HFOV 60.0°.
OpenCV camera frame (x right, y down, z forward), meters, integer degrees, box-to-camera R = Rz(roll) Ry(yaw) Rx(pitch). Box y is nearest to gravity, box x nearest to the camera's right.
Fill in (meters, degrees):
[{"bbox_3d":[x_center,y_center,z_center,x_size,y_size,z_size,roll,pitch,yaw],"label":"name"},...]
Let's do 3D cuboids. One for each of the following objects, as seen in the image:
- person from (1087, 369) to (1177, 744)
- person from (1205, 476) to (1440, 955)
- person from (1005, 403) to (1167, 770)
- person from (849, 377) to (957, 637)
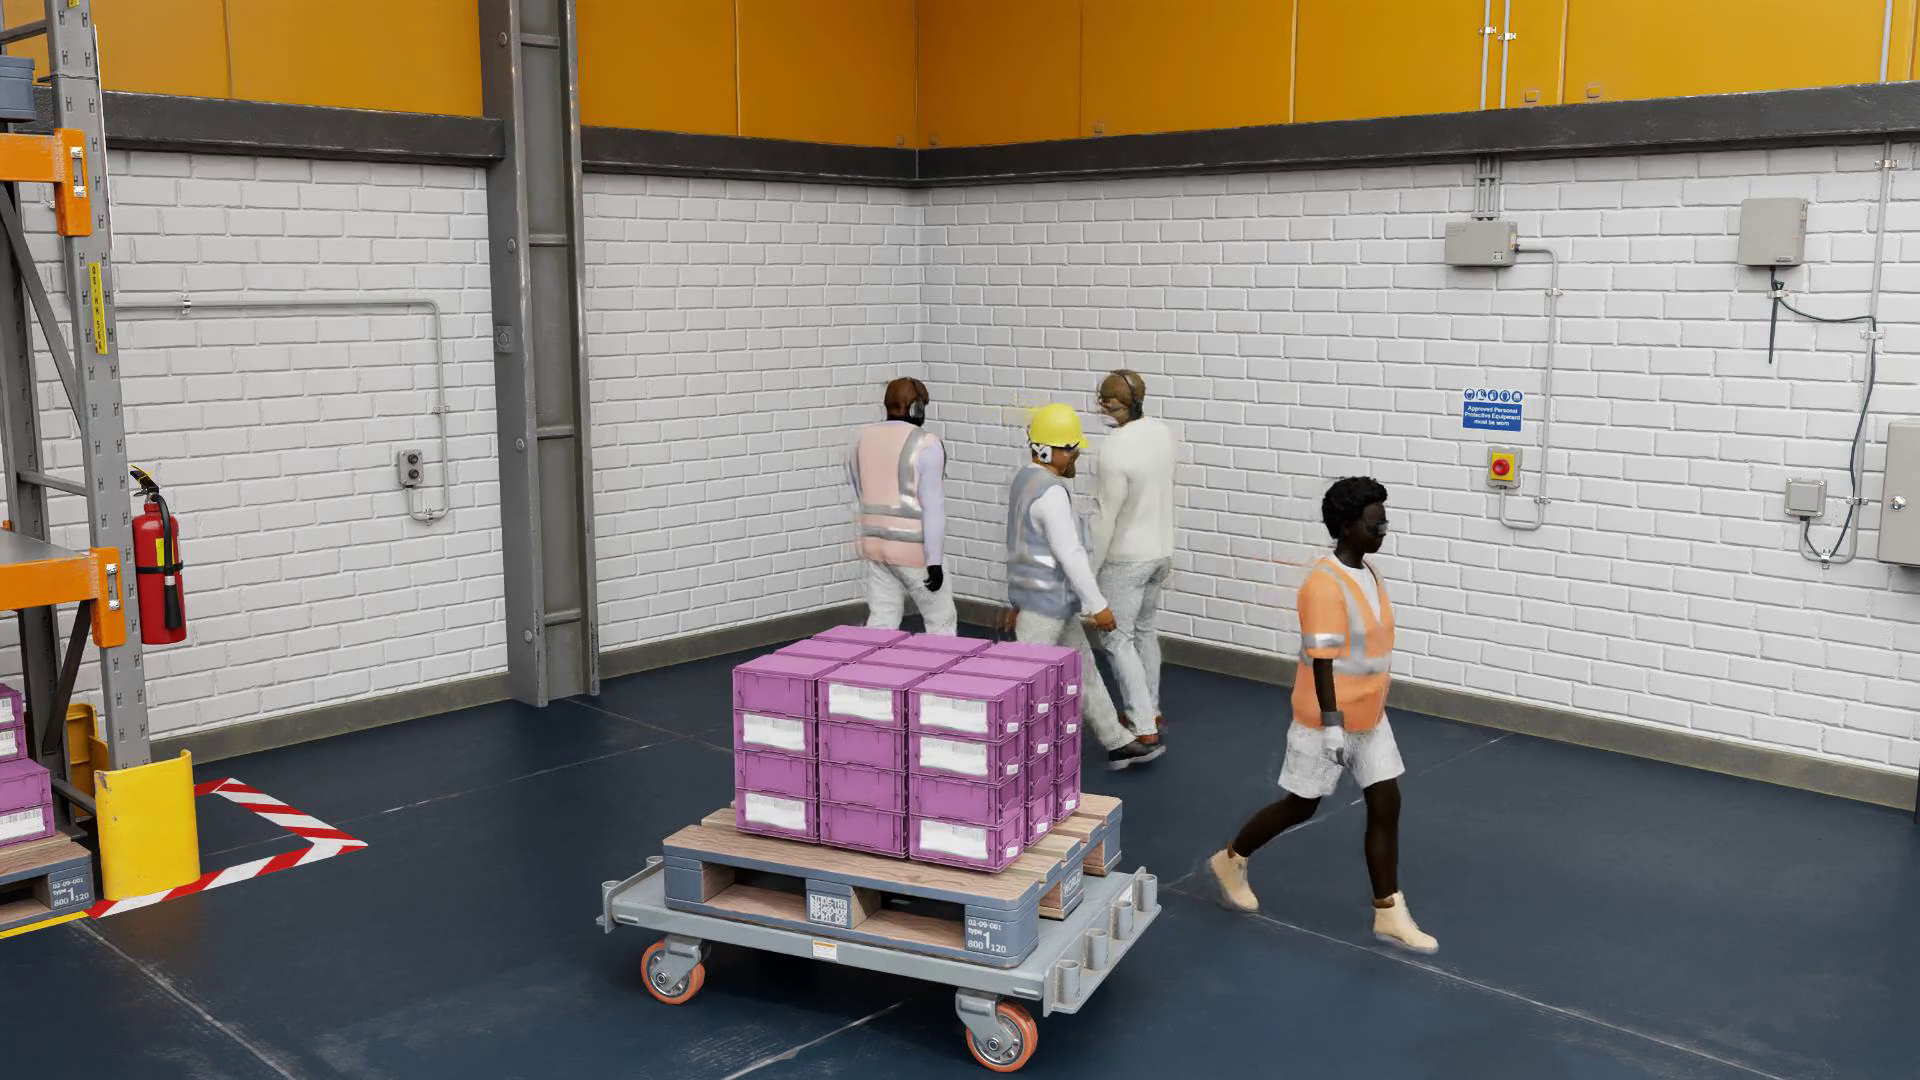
[{"bbox_3d":[0.878,0.101,8.167,0.531,1.898,0.690,7,11,36],"label":"person"},{"bbox_3d":[1.283,0.587,5.866,0.819,1.670,0.527,8,12,41],"label":"person"},{"bbox_3d":[0.441,0.254,7.601,0.997,1.765,0.585,-1,9,-3],"label":"person"},{"bbox_3d":[-0.223,0.066,8.621,0.638,1.805,0.827,8,12,39],"label":"person"}]
